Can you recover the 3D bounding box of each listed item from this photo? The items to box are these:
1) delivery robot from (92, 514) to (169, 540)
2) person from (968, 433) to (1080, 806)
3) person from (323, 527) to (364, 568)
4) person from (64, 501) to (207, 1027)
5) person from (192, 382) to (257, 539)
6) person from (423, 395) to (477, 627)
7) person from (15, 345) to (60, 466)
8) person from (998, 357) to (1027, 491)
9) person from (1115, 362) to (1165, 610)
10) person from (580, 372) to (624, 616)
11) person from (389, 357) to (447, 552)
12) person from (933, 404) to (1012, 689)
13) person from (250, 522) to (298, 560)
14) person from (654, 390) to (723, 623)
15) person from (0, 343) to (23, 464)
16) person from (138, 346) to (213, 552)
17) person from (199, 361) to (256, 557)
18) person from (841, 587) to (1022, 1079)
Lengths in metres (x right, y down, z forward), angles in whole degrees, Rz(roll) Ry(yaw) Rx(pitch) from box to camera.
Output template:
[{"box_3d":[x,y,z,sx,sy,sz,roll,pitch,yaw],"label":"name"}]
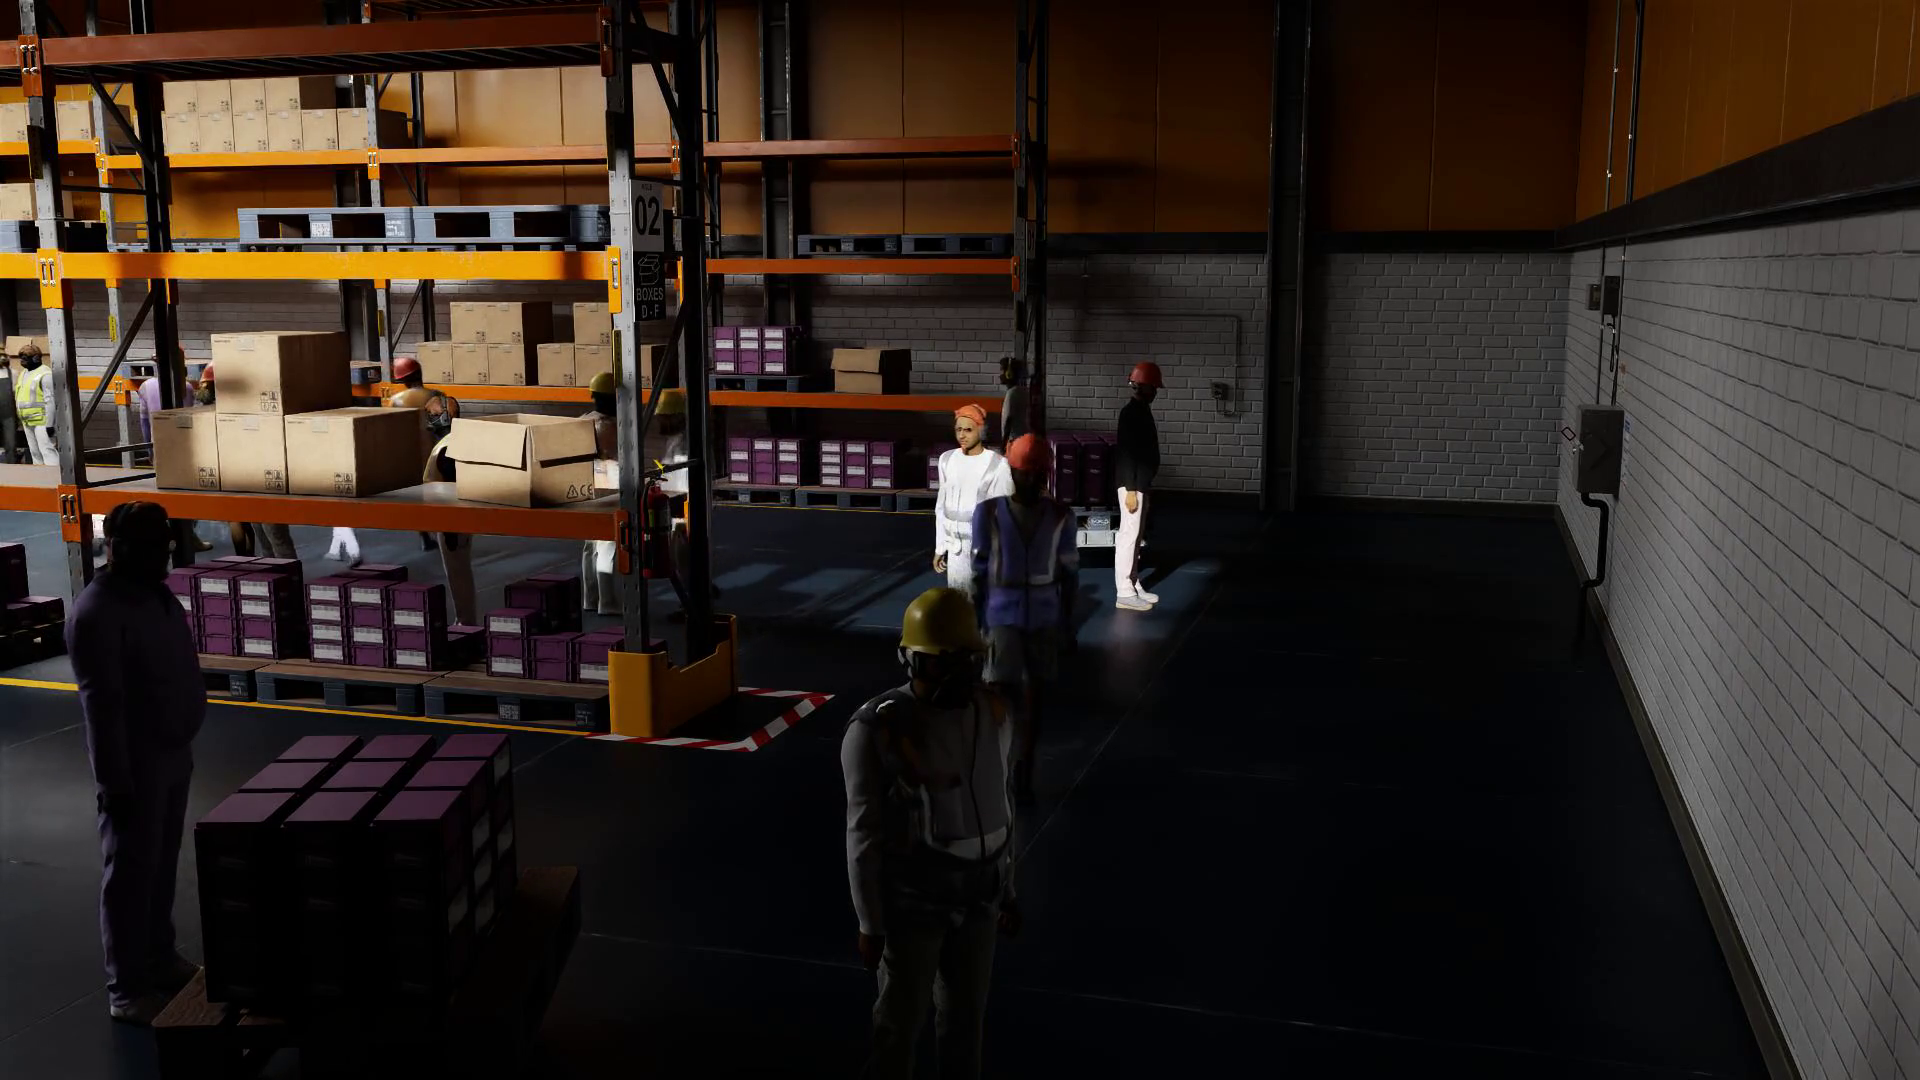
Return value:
[{"box_3d":[-7.957,-0.188,15.941,0.707,0.478,0.477,-2,10,-15],"label":"delivery robot"},{"box_3d":[0.324,0.415,8.398,0.587,1.919,0.457,-1,9,-7],"label":"person"},{"box_3d":[-5.691,-0.610,15.232,0.826,1.727,0.527,7,12,38],"label":"person"},{"box_3d":[-2.964,0.801,6.098,0.402,1.904,0.651,-1,9,-6],"label":"person"},{"box_3d":[-7.314,-0.789,16.409,0.846,1.698,0.523,0,9,2],"label":"person"},{"box_3d":[-3.662,-0.124,11.970,0.430,1.836,0.619,-2,10,-13],"label":"person"},{"box_3d":[-10.916,-1.392,19.697,0.624,1.837,0.428,6,11,34],"label":"person"},{"box_3d":[0.604,-0.943,16.951,0.865,1.841,0.527,1,9,7],"label":"person"},{"box_3d":[1.448,-0.440,13.415,0.402,1.985,0.613,3,10,19],"label":"person"},{"box_3d":[-2.803,-0.365,13.141,0.385,1.922,0.594,-7,12,-37],"label":"person"},{"box_3d":[-5.165,-0.811,16.002,0.572,1.892,0.402,-3,10,-18],"label":"person"},{"box_3d":[0.083,0.064,10.677,0.577,1.880,0.353,7,12,38],"label":"person"},{"box_3d":[-5.521,-0.388,13.238,0.635,1.939,0.362,9,13,43],"label":"person"},{"box_3d":[-2.138,-0.247,12.791,0.476,1.813,0.623,-2,10,-14],"label":"person"},{"box_3d":[-11.699,-1.487,20.245,0.351,1.839,0.521,7,11,35],"label":"person"},{"box_3d":[-7.548,-0.890,15.978,0.609,2.044,0.394,3,10,18],"label":"person"},{"box_3d":[-6.413,-0.602,14.556,0.372,1.933,0.552,-1,9,-4],"label":"person"},{"box_3d":[-0.056,1.039,4.865,0.590,1.833,0.404,-7,12,-37],"label":"person"}]
